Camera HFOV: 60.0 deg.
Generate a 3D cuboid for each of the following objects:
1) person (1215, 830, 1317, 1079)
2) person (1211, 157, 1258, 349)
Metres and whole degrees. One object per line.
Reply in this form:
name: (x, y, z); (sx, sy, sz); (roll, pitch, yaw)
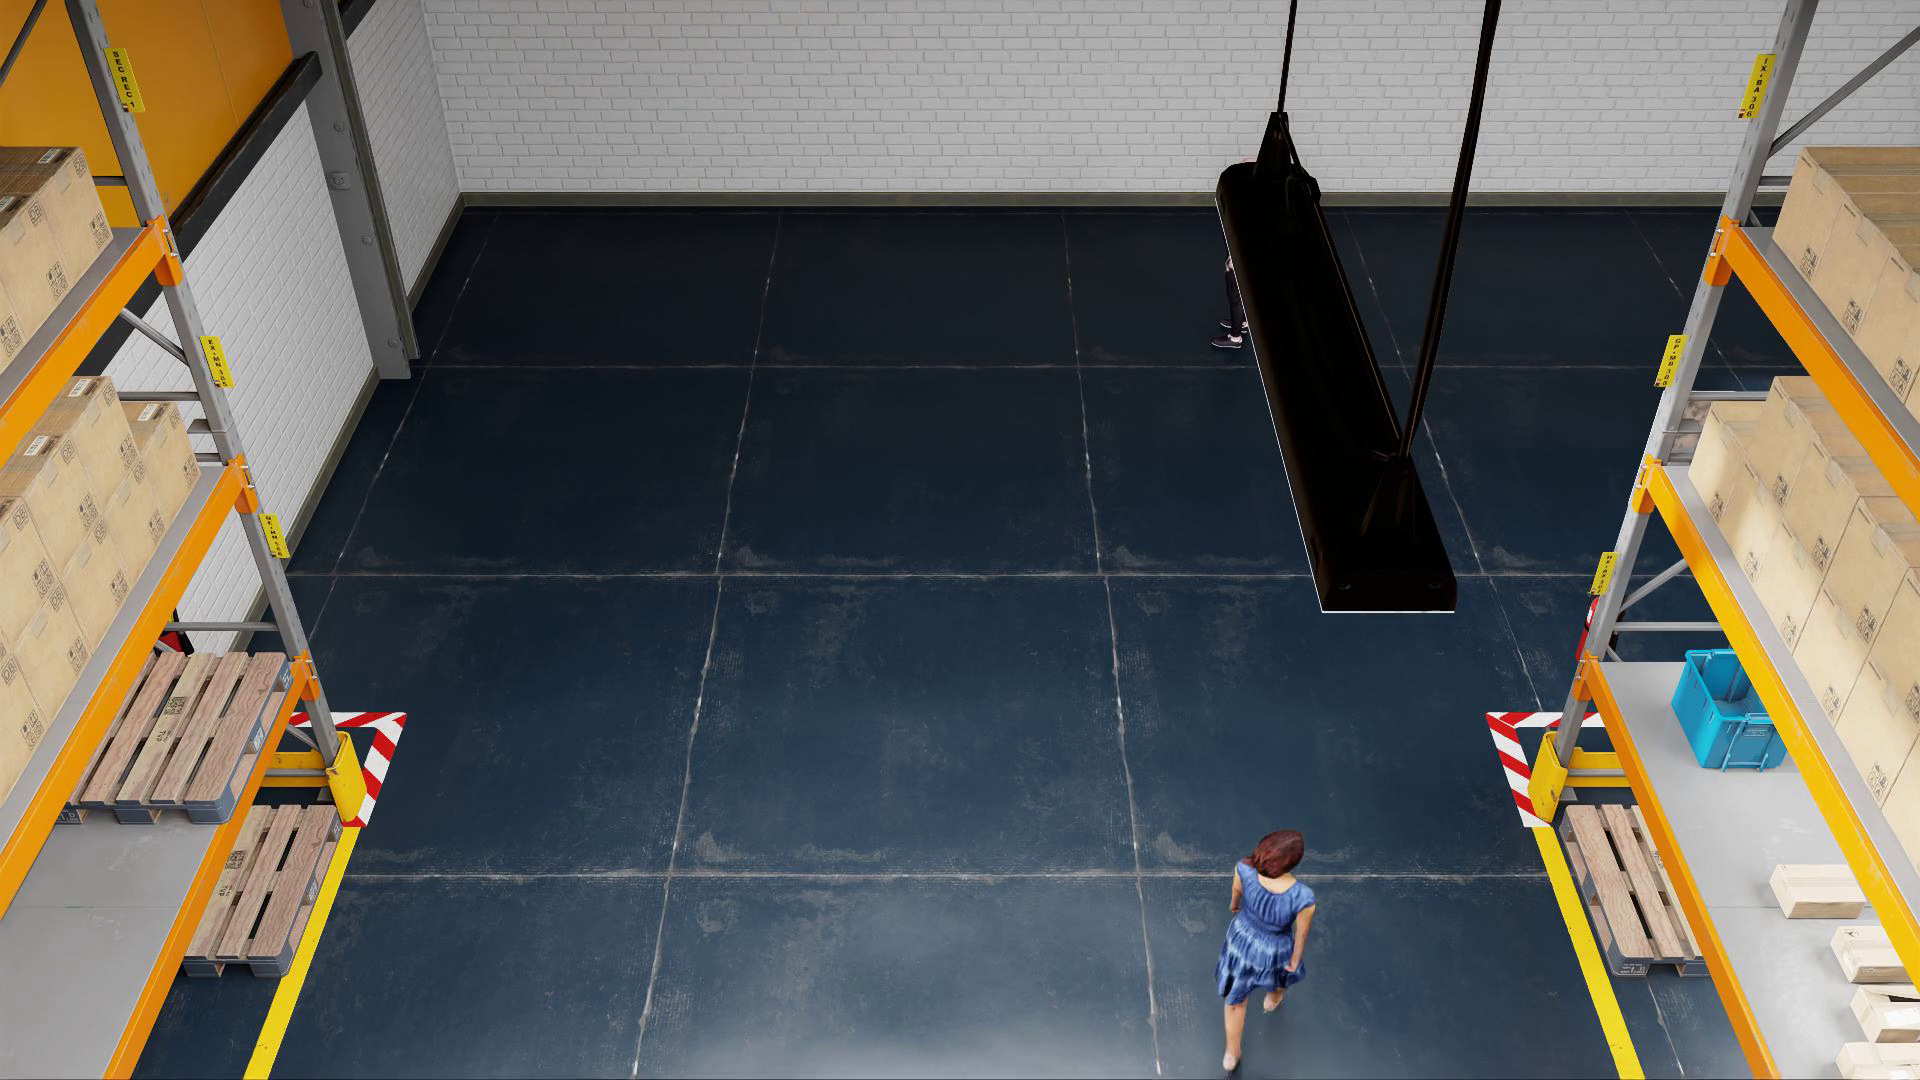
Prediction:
person: (1.610, 2.299, 9.026); (0.867, 1.772, 1.045); (14, 41, 17)
person: (2.581, -2.626, 15.141); (0.808, 1.837, 0.651); (14, 41, 17)
